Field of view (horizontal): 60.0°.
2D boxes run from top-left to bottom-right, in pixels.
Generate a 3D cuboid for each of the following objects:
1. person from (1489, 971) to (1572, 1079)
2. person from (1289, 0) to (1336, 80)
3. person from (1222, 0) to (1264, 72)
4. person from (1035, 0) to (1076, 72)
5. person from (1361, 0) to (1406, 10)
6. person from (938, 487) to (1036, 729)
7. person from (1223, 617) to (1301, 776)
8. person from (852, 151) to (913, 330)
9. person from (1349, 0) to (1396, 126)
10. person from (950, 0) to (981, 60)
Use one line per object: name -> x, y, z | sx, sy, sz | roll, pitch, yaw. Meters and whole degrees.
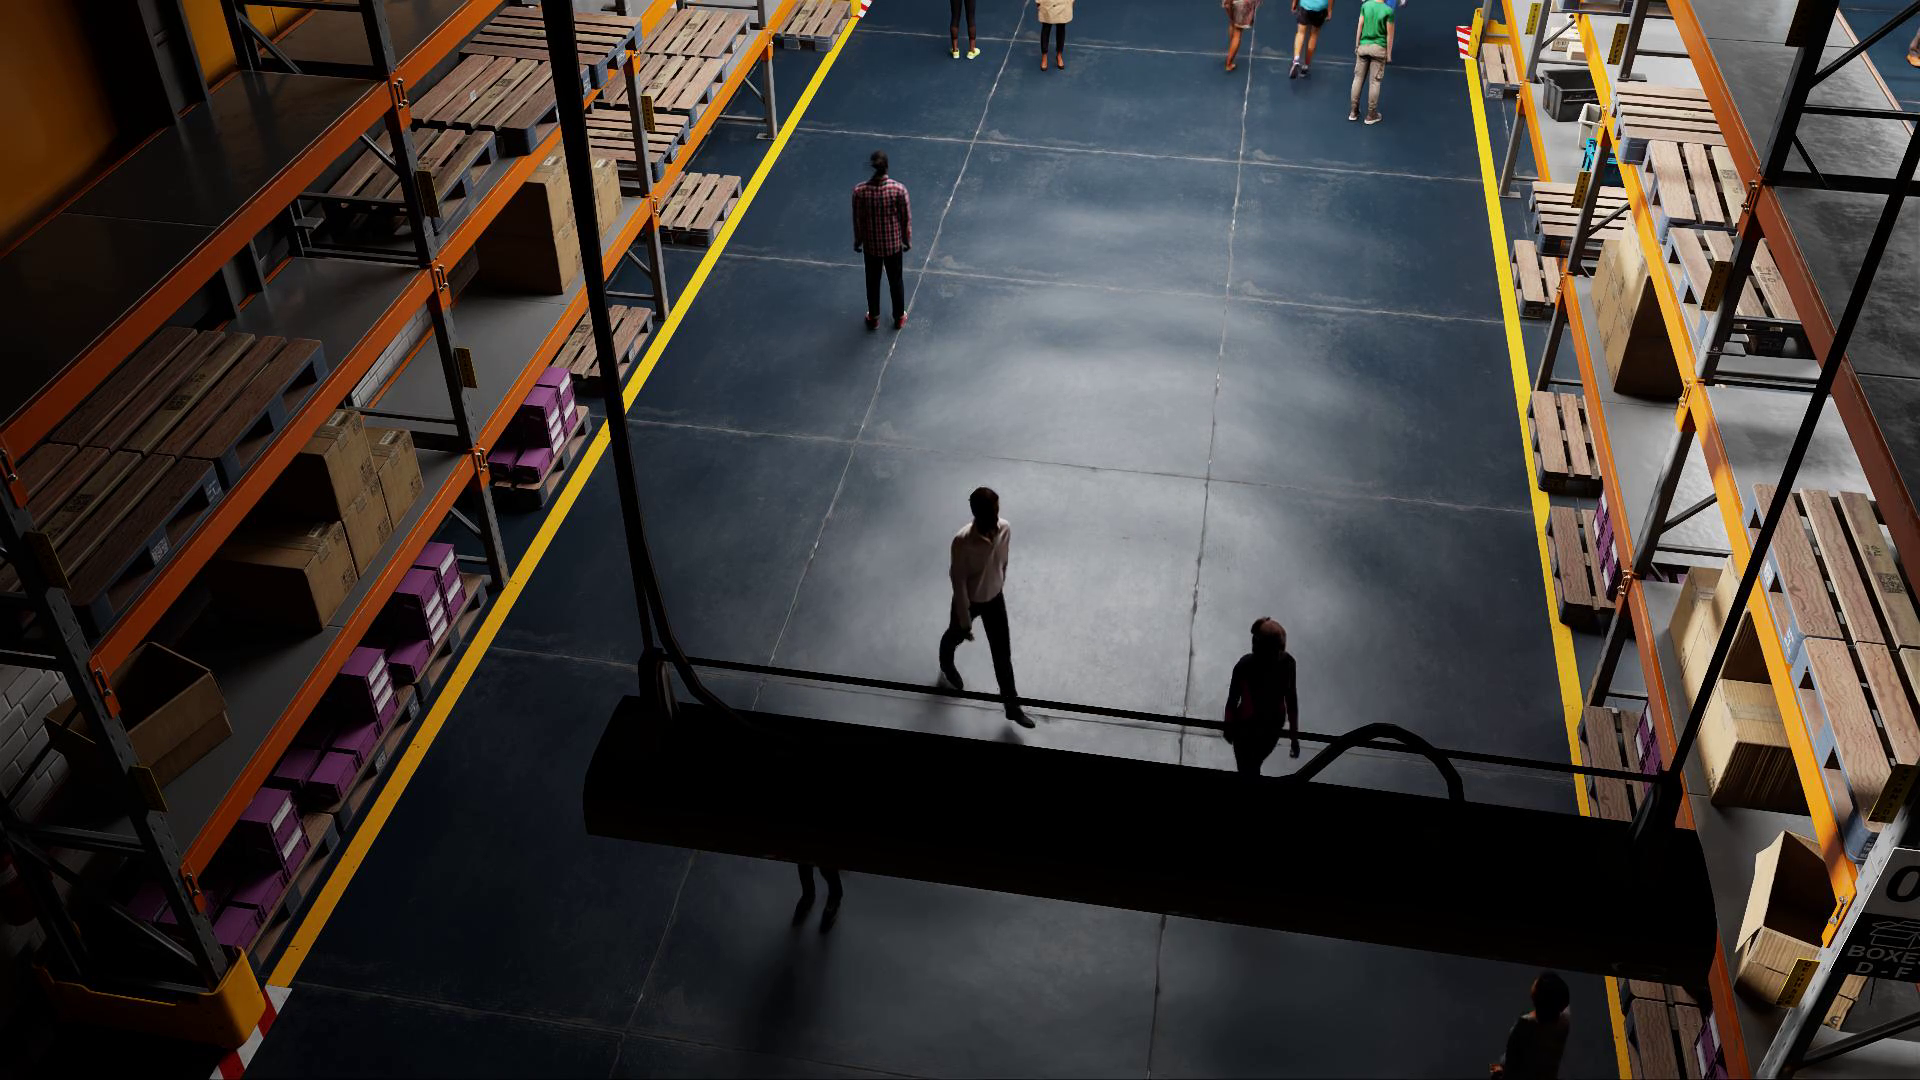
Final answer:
person -> 2.993, 2.745, 8.606 | 0.742, 1.446, 0.916 | -6, 39, -7
person -> 4.172, -6.265, 19.637 | 0.738, 1.759, 0.957 | 9, 39, 11
person -> 3.347, -6.442, 19.974 | 0.835, 1.615, 1.059 | 20, 43, 23
person -> 1.143, -6.494, 19.985 | 0.699, 1.682, 0.647 | -6, 39, -8
person -> 5.121, -6.494, 19.917 | 1.000, 1.766, 1.242 | 27, 46, 29
person -> 0.054, 0.385, 11.256 | 1.194, 1.826, 1.245 | -25, 45, -28
person -> 1.839, 1.119, 10.419 | 0.782, 1.725, 0.942 | -10, 40, -13
person -> -0.709, -2.739, 15.221 | 0.744, 1.760, 0.672 | -2, 39, -3
person -> 4.668, -5.539, 18.814 | 0.660, 1.651, 0.655 | 23, 44, 26
person -> 0.038, -6.732, 20.224 | 0.560, 1.755, 0.512 | 5, 39, 6
